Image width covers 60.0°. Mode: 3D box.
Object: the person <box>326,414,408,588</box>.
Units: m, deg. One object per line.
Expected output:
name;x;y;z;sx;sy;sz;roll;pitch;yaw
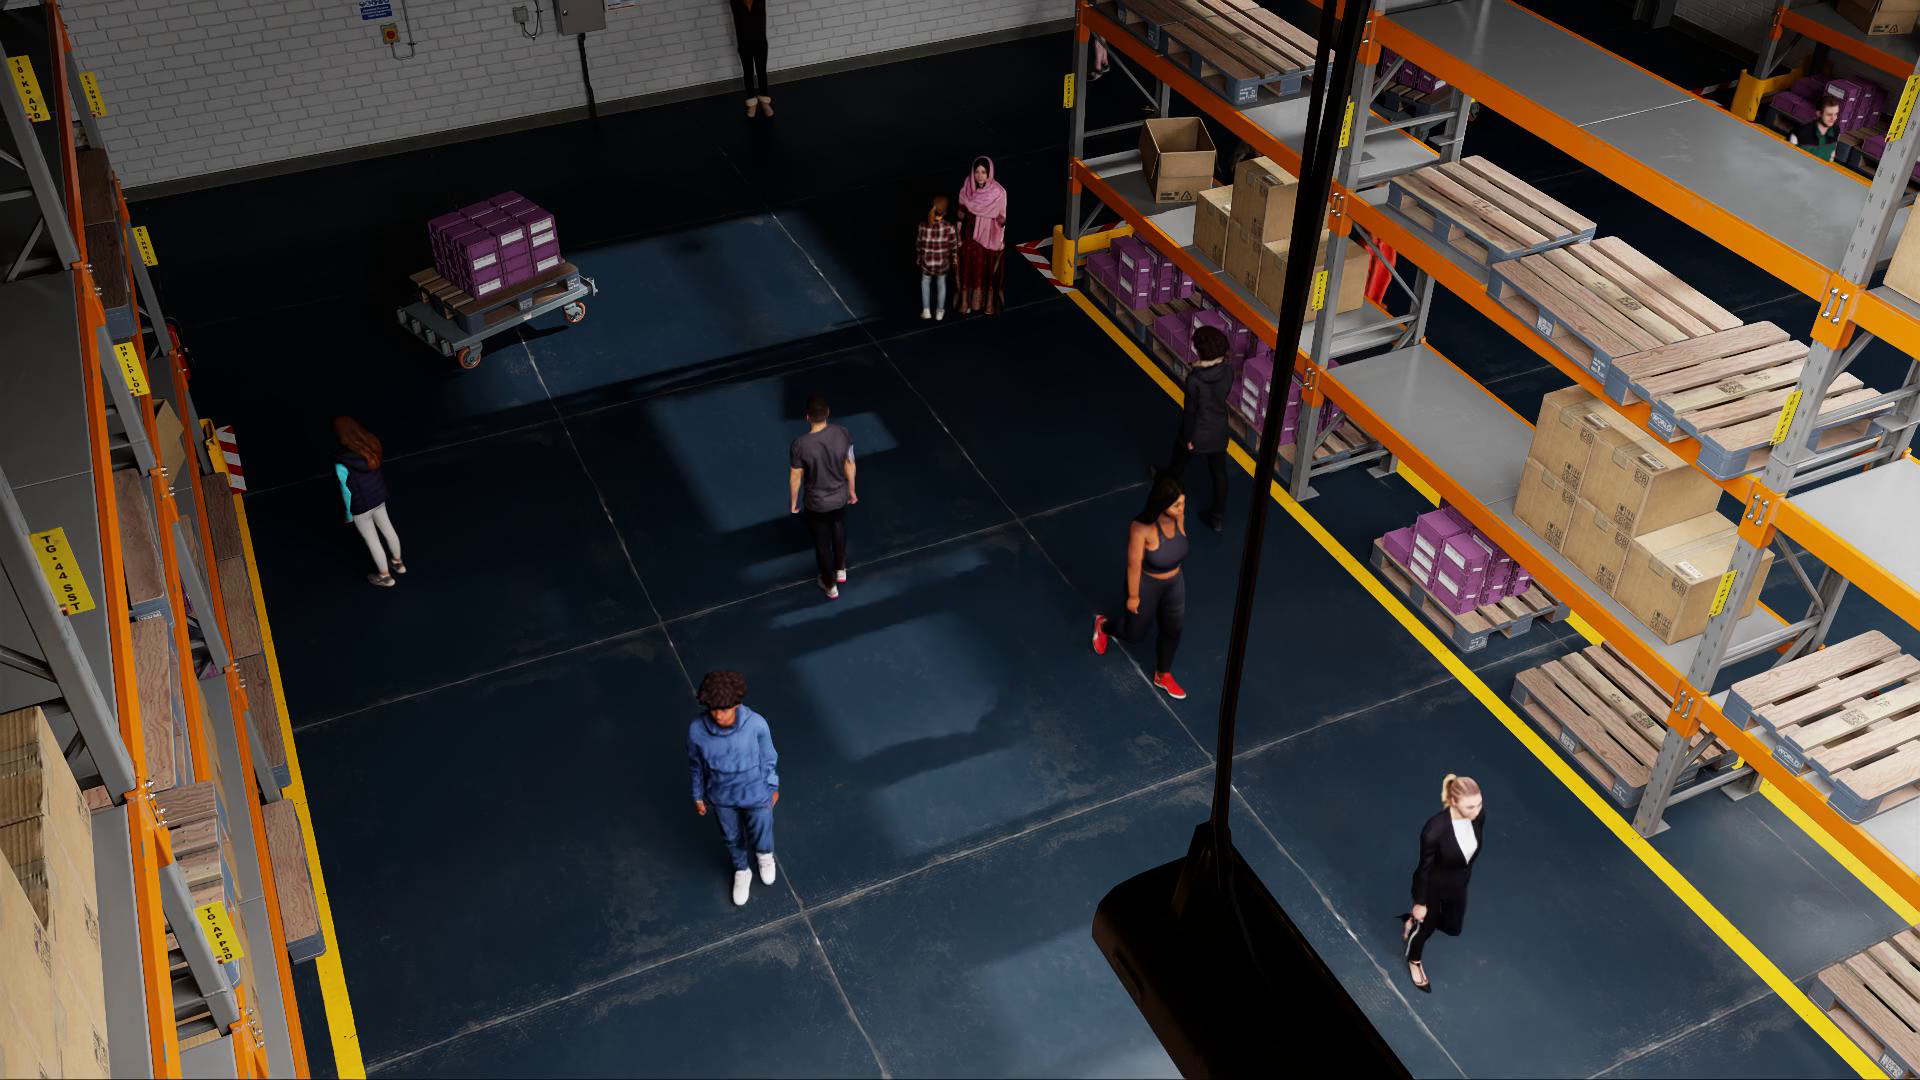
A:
person;-4.451;-0.306;12.464;0.743;1.500;0.688;15;41;18

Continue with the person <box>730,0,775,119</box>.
person;-2.391;-5.728;19.126;0.662;1.659;0.612;-16;41;-19

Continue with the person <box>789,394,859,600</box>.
person;-0.956;-0.264;12.205;0.655;1.757;0.599;-17;42;-20

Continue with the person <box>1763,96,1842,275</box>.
person;8.127;-3.501;16.201;0.700;1.828;0.703;-10;40;-12

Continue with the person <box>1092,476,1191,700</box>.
person;1.280;0.283;11.492;0.791;1.792;1.088;-24;45;-27

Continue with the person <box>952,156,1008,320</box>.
person;0.192;-2.827;15.510;0.763;1.638;0.772;3;39;4

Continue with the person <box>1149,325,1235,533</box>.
person;1.957;-0.814;12.916;0.616;1.729;1.065;-16;41;-19

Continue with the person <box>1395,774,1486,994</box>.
person;2.692;1.927;9.513;0.606;1.694;0.662;-16;41;-19

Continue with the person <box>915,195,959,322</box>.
person;-0.214;-2.591;15.491;0.658;1.294;0.706;2;39;2

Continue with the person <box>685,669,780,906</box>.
person;-1.333;1.431;10.047;0.791;1.801;0.789;0;39;0
